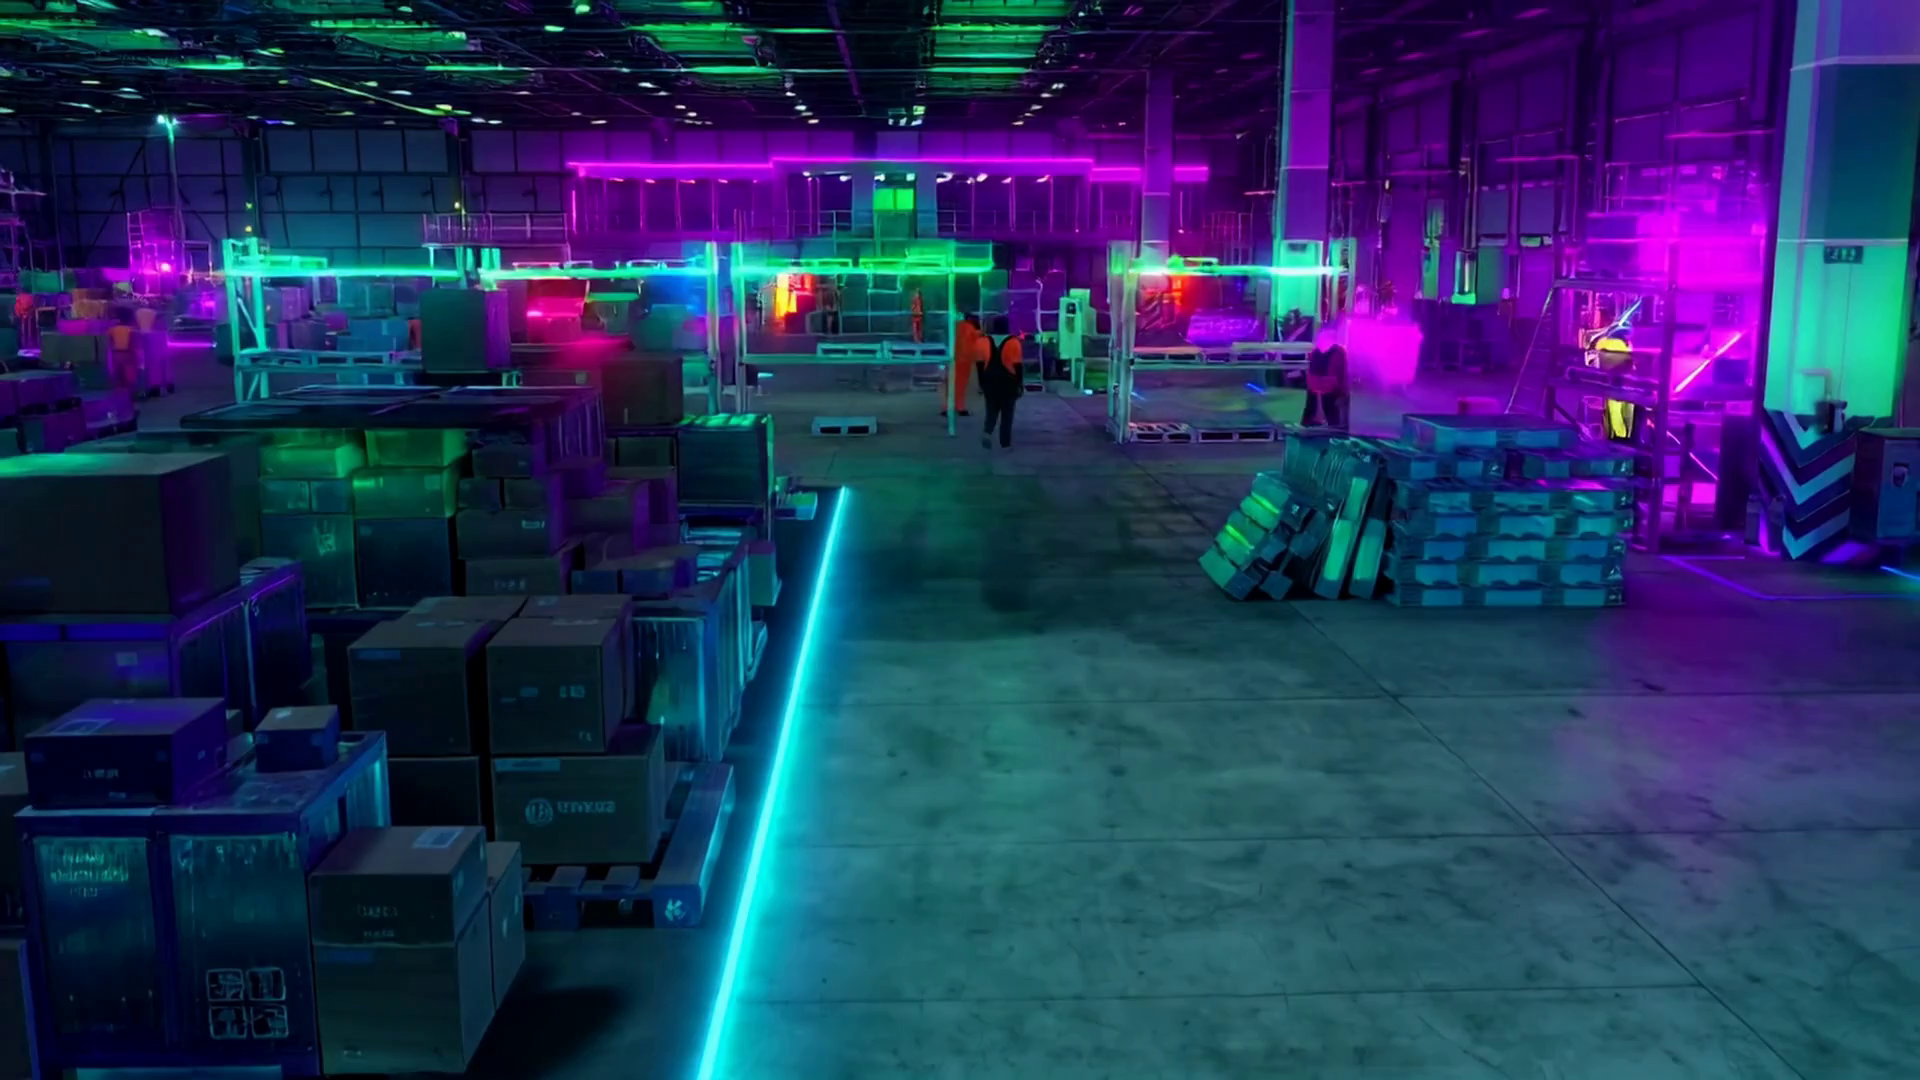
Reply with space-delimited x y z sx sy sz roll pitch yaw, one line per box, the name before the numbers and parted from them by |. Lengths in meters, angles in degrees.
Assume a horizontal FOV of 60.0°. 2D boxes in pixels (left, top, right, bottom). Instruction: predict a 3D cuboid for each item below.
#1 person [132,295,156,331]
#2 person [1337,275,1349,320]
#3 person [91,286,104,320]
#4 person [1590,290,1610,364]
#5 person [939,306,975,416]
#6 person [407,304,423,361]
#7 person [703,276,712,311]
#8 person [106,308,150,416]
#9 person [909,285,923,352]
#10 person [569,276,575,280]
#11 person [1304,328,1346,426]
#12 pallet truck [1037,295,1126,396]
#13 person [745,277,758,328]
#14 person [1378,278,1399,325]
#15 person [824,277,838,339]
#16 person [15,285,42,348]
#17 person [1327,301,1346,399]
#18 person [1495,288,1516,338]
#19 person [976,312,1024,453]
person | -18.649 -4.702 38.074 0.519 1.843 0.804 1 10 5
person | 14.669 -9.318 63.849 0.629 1.826 0.567 0 10 -2
person | -26.193 -6.888 50.659 0.506 1.692 0.907 2 10 11
person | 15.996 -5.381 41.421 0.394 1.992 0.622 -2 10 -9
person | -0.045 -3.115 29.058 0.656 1.914 0.583 -9 13 -40
person | -9.892 -3.385 30.565 0.442 1.914 0.694 6 12 30
person | -9.290 -8.858 61.110 0.355 1.883 0.574 -3 11 -16
person | -14.310 -3.044 28.643 0.620 1.905 1.011 0 10 2
person | -1.175 -5.846 44.352 0.345 1.877 0.579 -4 11 -21
person | -14.227 -8.886 61.312 0.598 1.867 1.005 3 11 18
person | 5.043 -2.052 23.367 0.784 1.815 0.661 -9 14 -41
pallet truck | 2.483 -3.881 33.060 1.885 1.965 0.823 -7 13 -36
person | -7.513 -8.386 58.654 0.683 1.823 0.526 0 10 0
person | 13.099 -7.032 50.794 0.638 1.931 0.465 3 11 17
person | -4.023 -7.228 51.873 0.360 1.935 0.552 -5 12 -28
person | -26.743 -6.397 47.645 0.627 1.795 0.656 3 11 17
person | 7.223 -3.685 32.188 0.639 1.910 0.641 8 13 39
person | 14.055 -5.593 43.019 0.532 1.852 0.621 0 10 -1
person | 0.608 -2.270 23.965 0.699 2.000 0.543 4 11 22
